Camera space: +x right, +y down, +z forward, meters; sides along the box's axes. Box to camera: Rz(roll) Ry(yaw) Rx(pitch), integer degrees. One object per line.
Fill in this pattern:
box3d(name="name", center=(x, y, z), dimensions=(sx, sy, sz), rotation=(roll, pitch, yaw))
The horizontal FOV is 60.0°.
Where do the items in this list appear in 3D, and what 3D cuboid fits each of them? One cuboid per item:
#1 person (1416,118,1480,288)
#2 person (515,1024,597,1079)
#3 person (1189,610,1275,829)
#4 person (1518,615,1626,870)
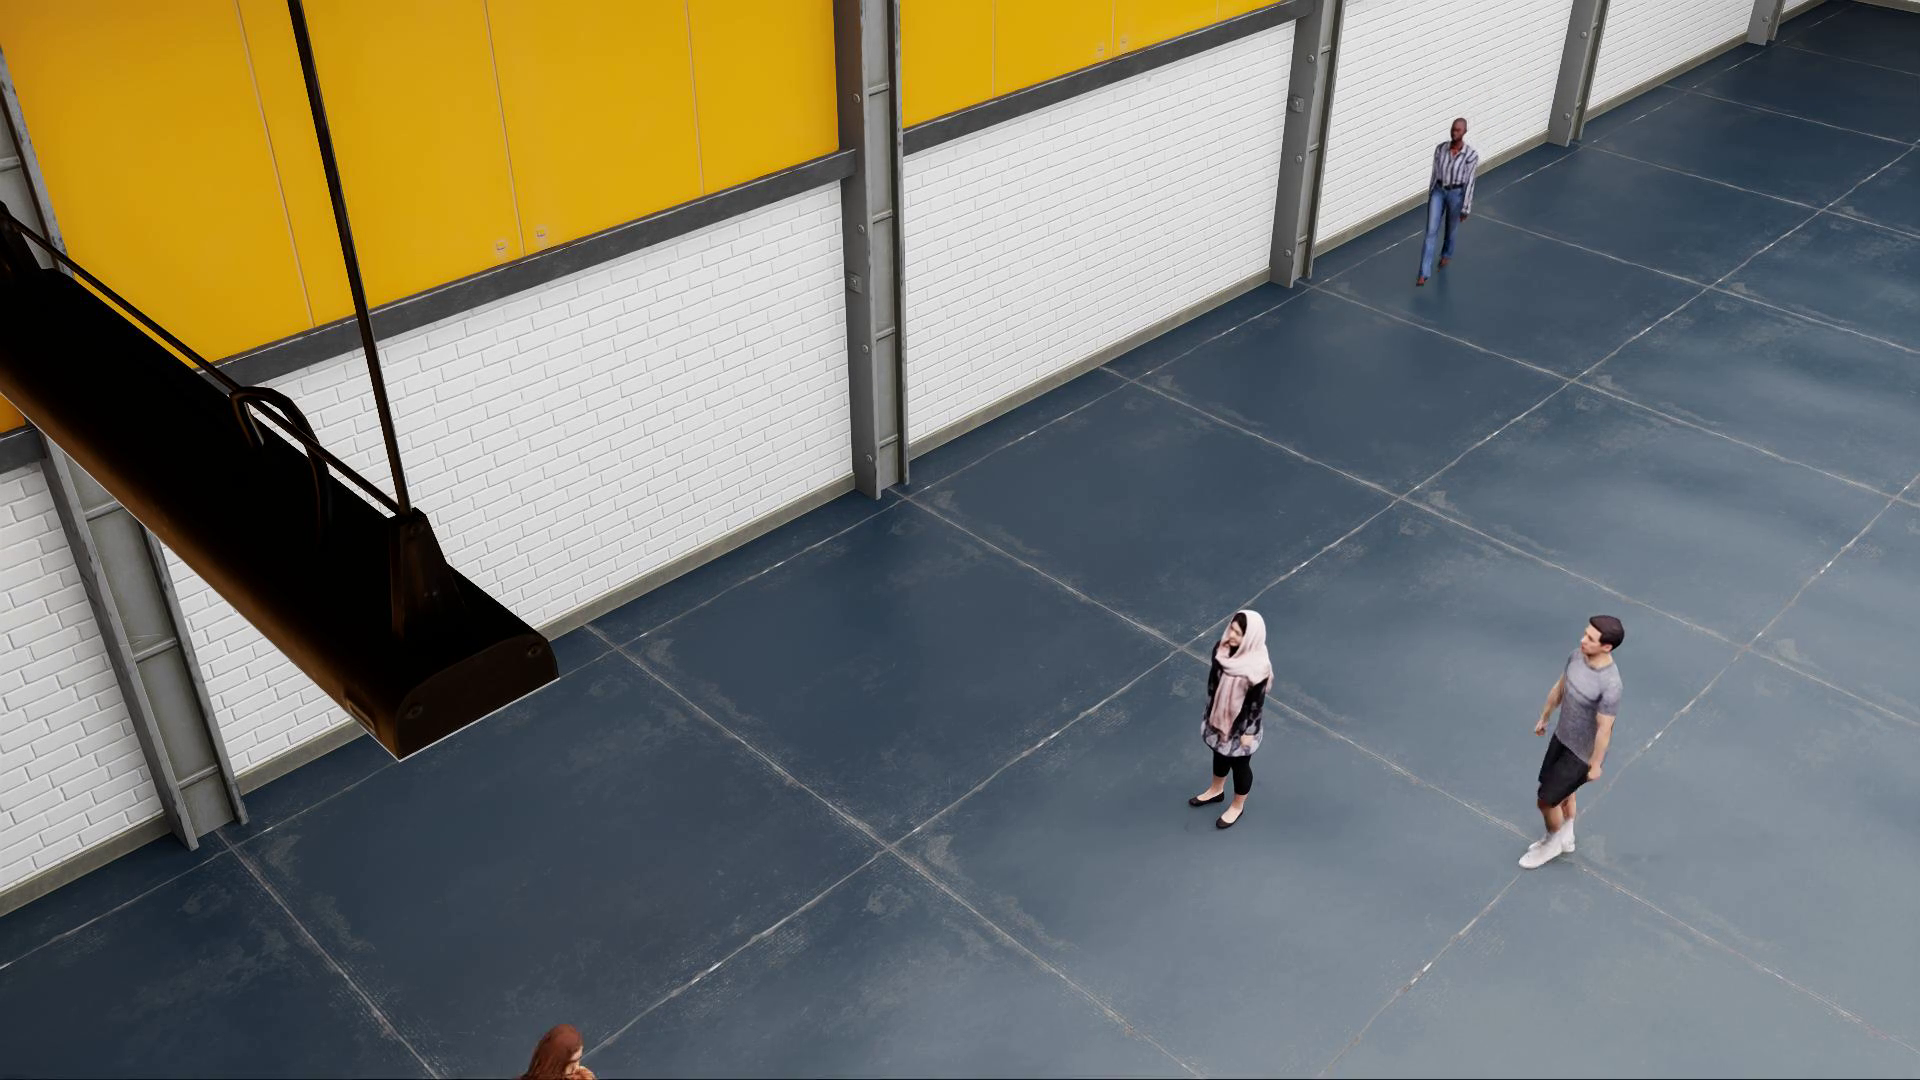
box3d(name="person", center=(5.173, -3.581, 17.537), dimensions=(0.873, 1.738, 1.252), rotation=(18, 38, 25))
box3d(name="person", center=(-1.901, 2.916, 7.798), dimensions=(0.675, 1.699, 0.789), rotation=(1, 34, 2))
box3d(name="person", center=(1.746, 1.111, 10.569), dimensions=(0.681, 1.638, 0.677), rotation=(-20, 38, -27))
box3d(name="person", center=(3.866, 1.245, 10.173), dimensions=(0.870, 1.854, 0.824), rotation=(-4, 34, -6))
